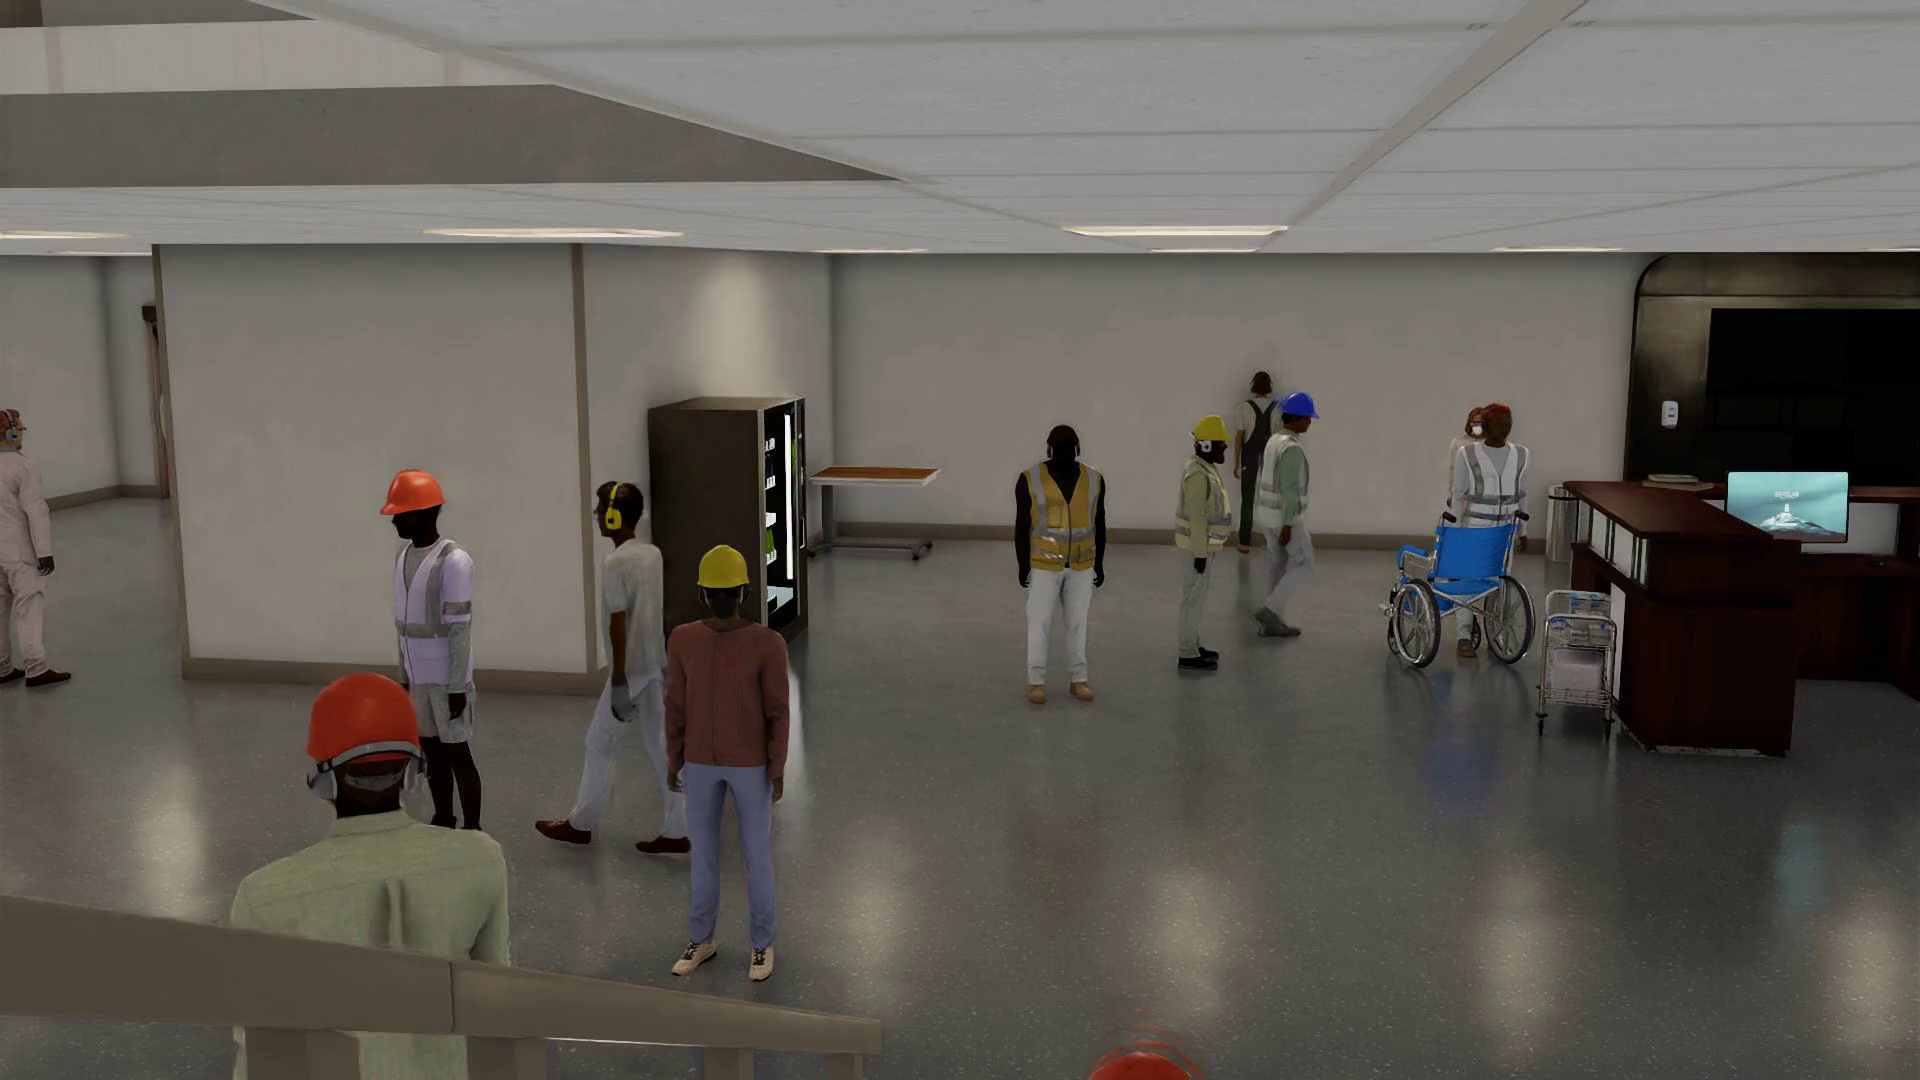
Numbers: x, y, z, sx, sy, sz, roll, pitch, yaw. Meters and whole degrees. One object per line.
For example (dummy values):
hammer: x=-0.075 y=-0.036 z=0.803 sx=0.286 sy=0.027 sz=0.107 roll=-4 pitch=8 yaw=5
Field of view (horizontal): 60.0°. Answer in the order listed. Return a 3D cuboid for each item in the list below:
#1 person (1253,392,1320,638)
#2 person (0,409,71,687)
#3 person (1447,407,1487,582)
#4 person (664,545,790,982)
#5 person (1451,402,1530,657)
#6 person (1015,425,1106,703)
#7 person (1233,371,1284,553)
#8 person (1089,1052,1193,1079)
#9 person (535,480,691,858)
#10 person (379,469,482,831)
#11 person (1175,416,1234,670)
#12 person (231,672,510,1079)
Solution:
person: x=2.533 y=-0.180 z=12.822 sx=0.459 sy=1.923 sz=0.603 roll=-1 pitch=9 yaw=-9
person: x=-6.488 y=0.054 z=11.420 sx=0.655 sy=1.906 sz=0.407 roll=3 pitch=10 yaw=16
person: x=4.663 y=-0.391 z=15.049 sx=0.504 sy=1.627 sz=0.285 roll=6 pitch=11 yaw=32
person: x=-0.938 y=0.892 z=6.684 sx=0.525 sy=1.772 sz=0.305 roll=2 pitch=9 yaw=11
person: x=3.909 y=-0.072 z=12.263 sx=0.586 sy=1.883 sz=0.342 roll=-1 pitch=9 yaw=-6
person: x=0.673 y=0.157 z=10.995 sx=0.626 sy=1.844 sz=0.429 roll=-2 pitch=9 yaw=-12
person: x=3.020 y=-0.778 z=16.778 sx=0.511 sy=1.839 sz=0.340 roll=0 pitch=9 yaw=0
person: x=0.250 y=1.592 z=2.560 sx=0.571 sy=1.697 sz=0.945 roll=4 pitch=10 yaw=22
person: x=-1.696 y=0.627 z=8.083 sx=0.896 sy=1.834 sz=0.563 roll=4 pitch=10 yaw=21
person: x=-2.505 y=0.624 z=7.863 sx=0.539 sy=1.929 sz=0.389 roll=7 pitch=12 yaw=38
person: x=1.746 y=0.016 z=11.929 sx=0.404 sy=1.823 sz=0.587 roll=2 pitch=9 yaw=11
person: x=-1.293 y=1.269 z=3.722 sx=0.648 sy=1.973 sz=0.523 roll=-7 pitch=12 yaw=-37
